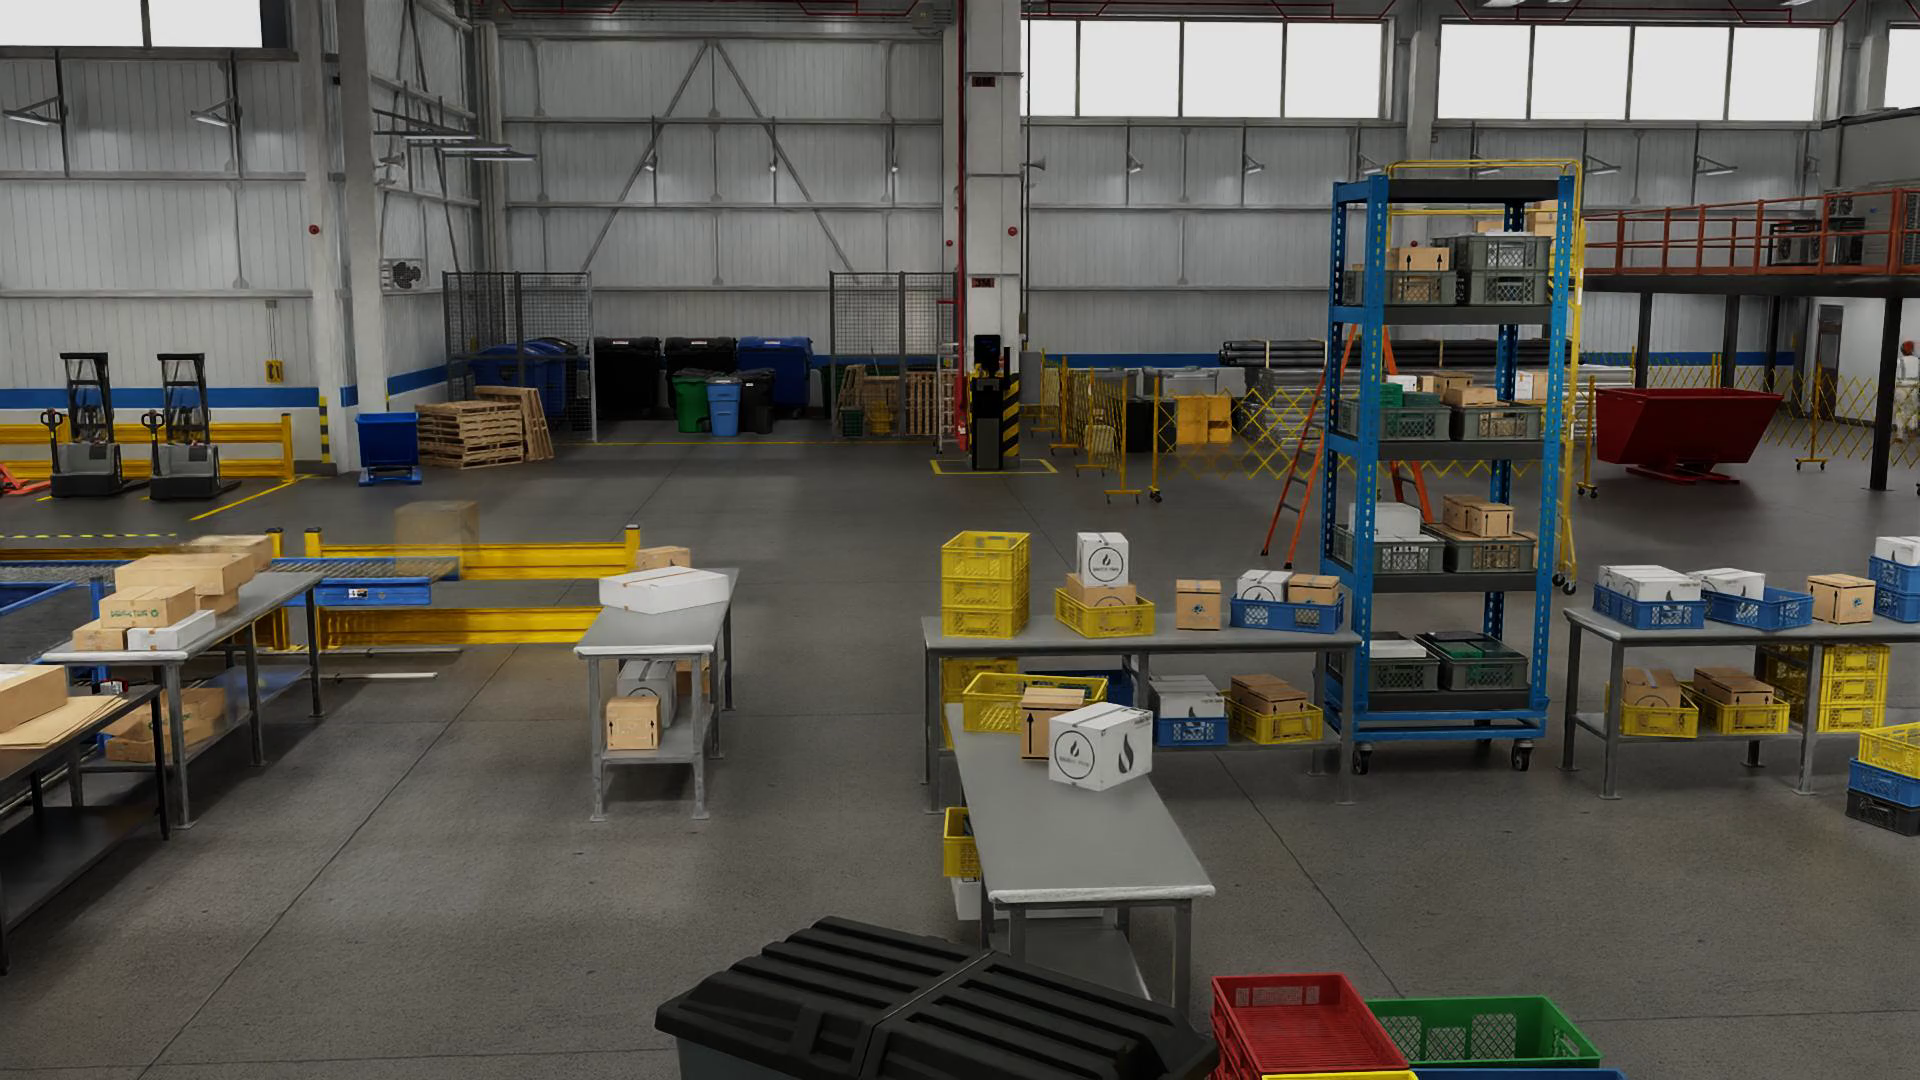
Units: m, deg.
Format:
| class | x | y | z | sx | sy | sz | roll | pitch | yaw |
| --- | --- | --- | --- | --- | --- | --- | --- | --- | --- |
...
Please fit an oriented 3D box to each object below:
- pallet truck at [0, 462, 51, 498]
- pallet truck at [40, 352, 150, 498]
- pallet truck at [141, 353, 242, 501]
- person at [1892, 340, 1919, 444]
| class | x | y | z | sx | sy | sz | roll | pitch | yaw |
| --- | --- | --- | --- | --- | --- | --- | --- | --- | --- |
| pallet truck | -13.193 | -1.293 | 23.148 | 0.653 | 1.274 | 1.630 | -1 | 9 | -4 |
| pallet truck | -11.907 | -1.642 | 23.165 | 0.823 | 1.965 | 1.885 | 0 | 9 | 0 |
| pallet truck | -10.520 | -1.604 | 22.925 | 0.823 | 1.965 | 1.885 | -1 | 9 | -6 |
| person | 17.011 | -2.663 | 29.967 | 0.570 | 1.868 | 0.409 | -1 | 9 | -4 |
